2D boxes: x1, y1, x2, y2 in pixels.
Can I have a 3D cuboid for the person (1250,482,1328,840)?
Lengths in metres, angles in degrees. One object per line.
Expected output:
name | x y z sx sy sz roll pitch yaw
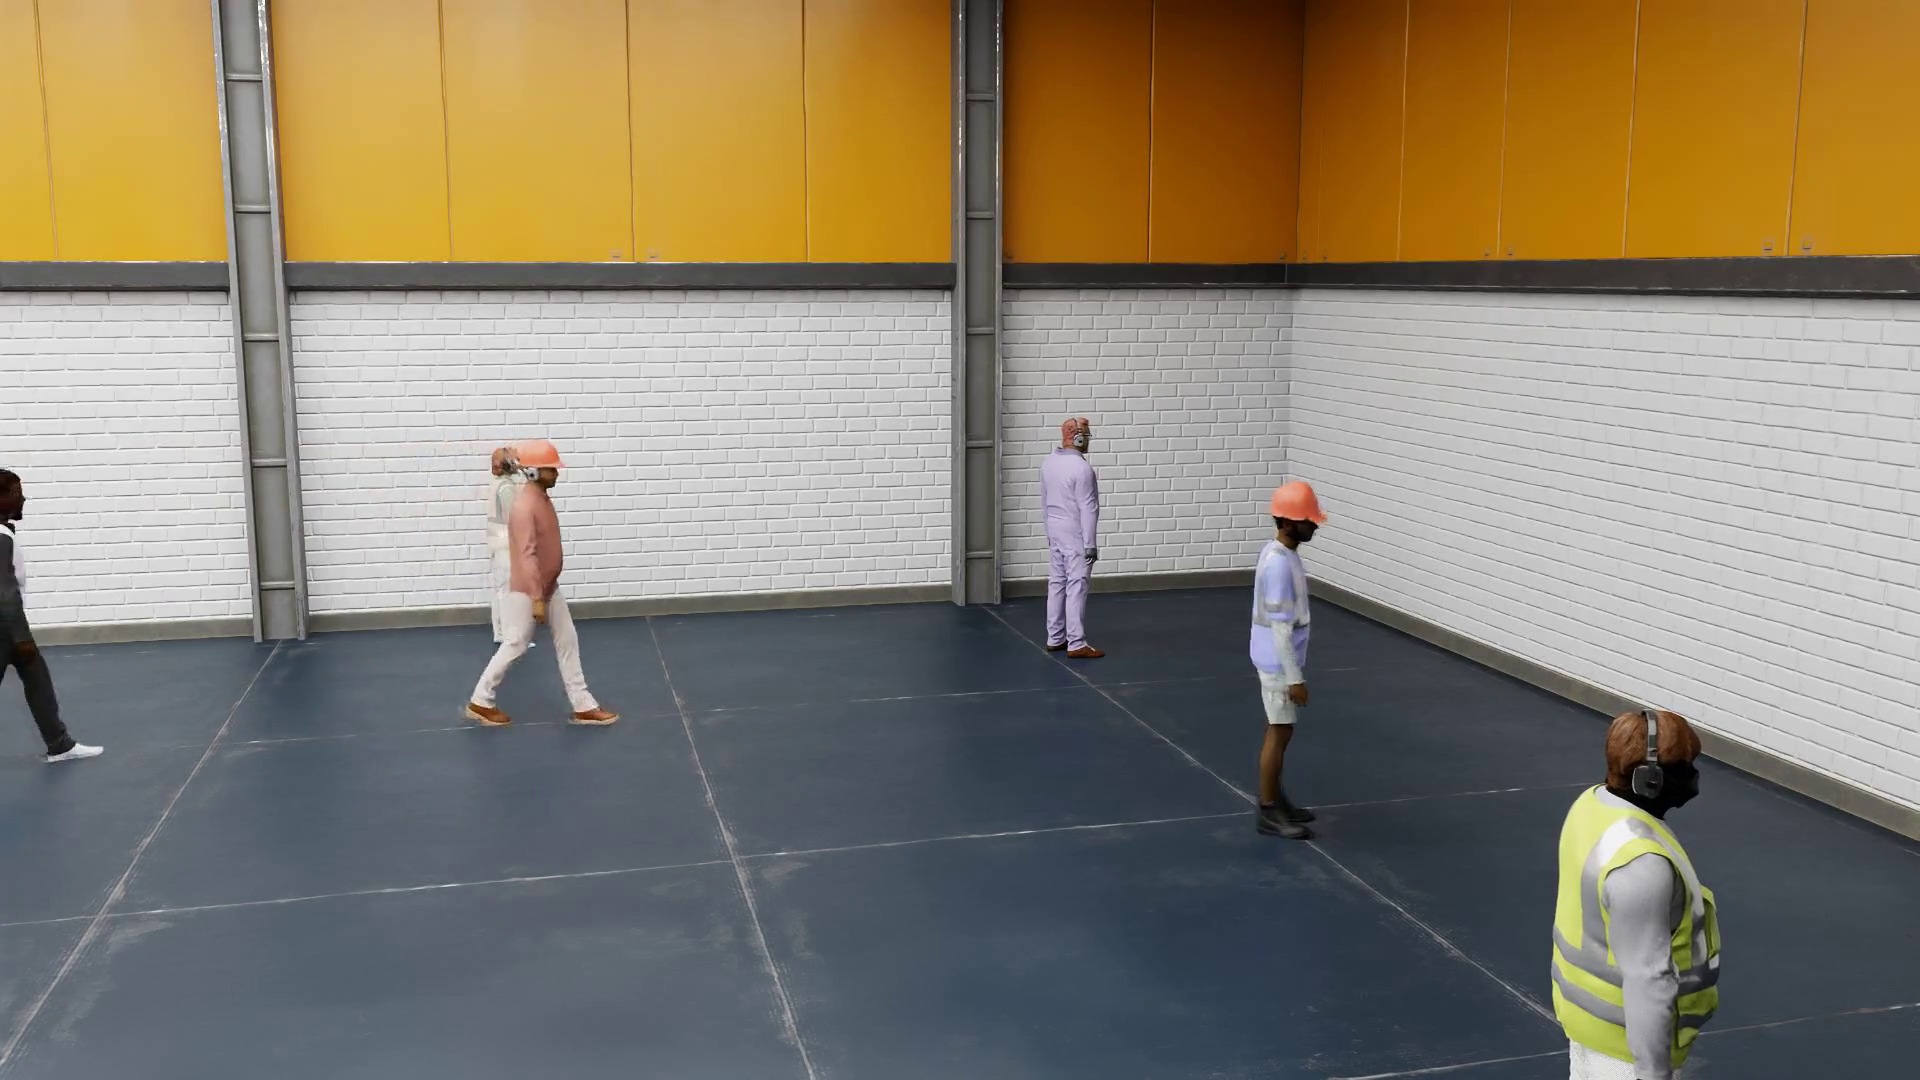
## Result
person | 1.768 0.645 8.980 0.401 1.924 0.581 2 9 11

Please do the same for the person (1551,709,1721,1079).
person | 1.893 1.374 4.688 0.429 1.844 0.625 1 9 7

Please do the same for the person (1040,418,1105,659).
person | 0.909 -0.020 13.190 0.407 1.904 0.655 -5 10 -28

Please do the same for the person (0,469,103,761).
person | -5.852 0.501 10.062 0.991 1.874 0.606 -6 11 -34

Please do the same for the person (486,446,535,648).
person | -3.674 0.062 13.498 0.314 1.642 0.515 -5 10 -28

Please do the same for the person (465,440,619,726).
person | -2.856 0.301 11.068 1.009 1.951 0.637 1 9 4
